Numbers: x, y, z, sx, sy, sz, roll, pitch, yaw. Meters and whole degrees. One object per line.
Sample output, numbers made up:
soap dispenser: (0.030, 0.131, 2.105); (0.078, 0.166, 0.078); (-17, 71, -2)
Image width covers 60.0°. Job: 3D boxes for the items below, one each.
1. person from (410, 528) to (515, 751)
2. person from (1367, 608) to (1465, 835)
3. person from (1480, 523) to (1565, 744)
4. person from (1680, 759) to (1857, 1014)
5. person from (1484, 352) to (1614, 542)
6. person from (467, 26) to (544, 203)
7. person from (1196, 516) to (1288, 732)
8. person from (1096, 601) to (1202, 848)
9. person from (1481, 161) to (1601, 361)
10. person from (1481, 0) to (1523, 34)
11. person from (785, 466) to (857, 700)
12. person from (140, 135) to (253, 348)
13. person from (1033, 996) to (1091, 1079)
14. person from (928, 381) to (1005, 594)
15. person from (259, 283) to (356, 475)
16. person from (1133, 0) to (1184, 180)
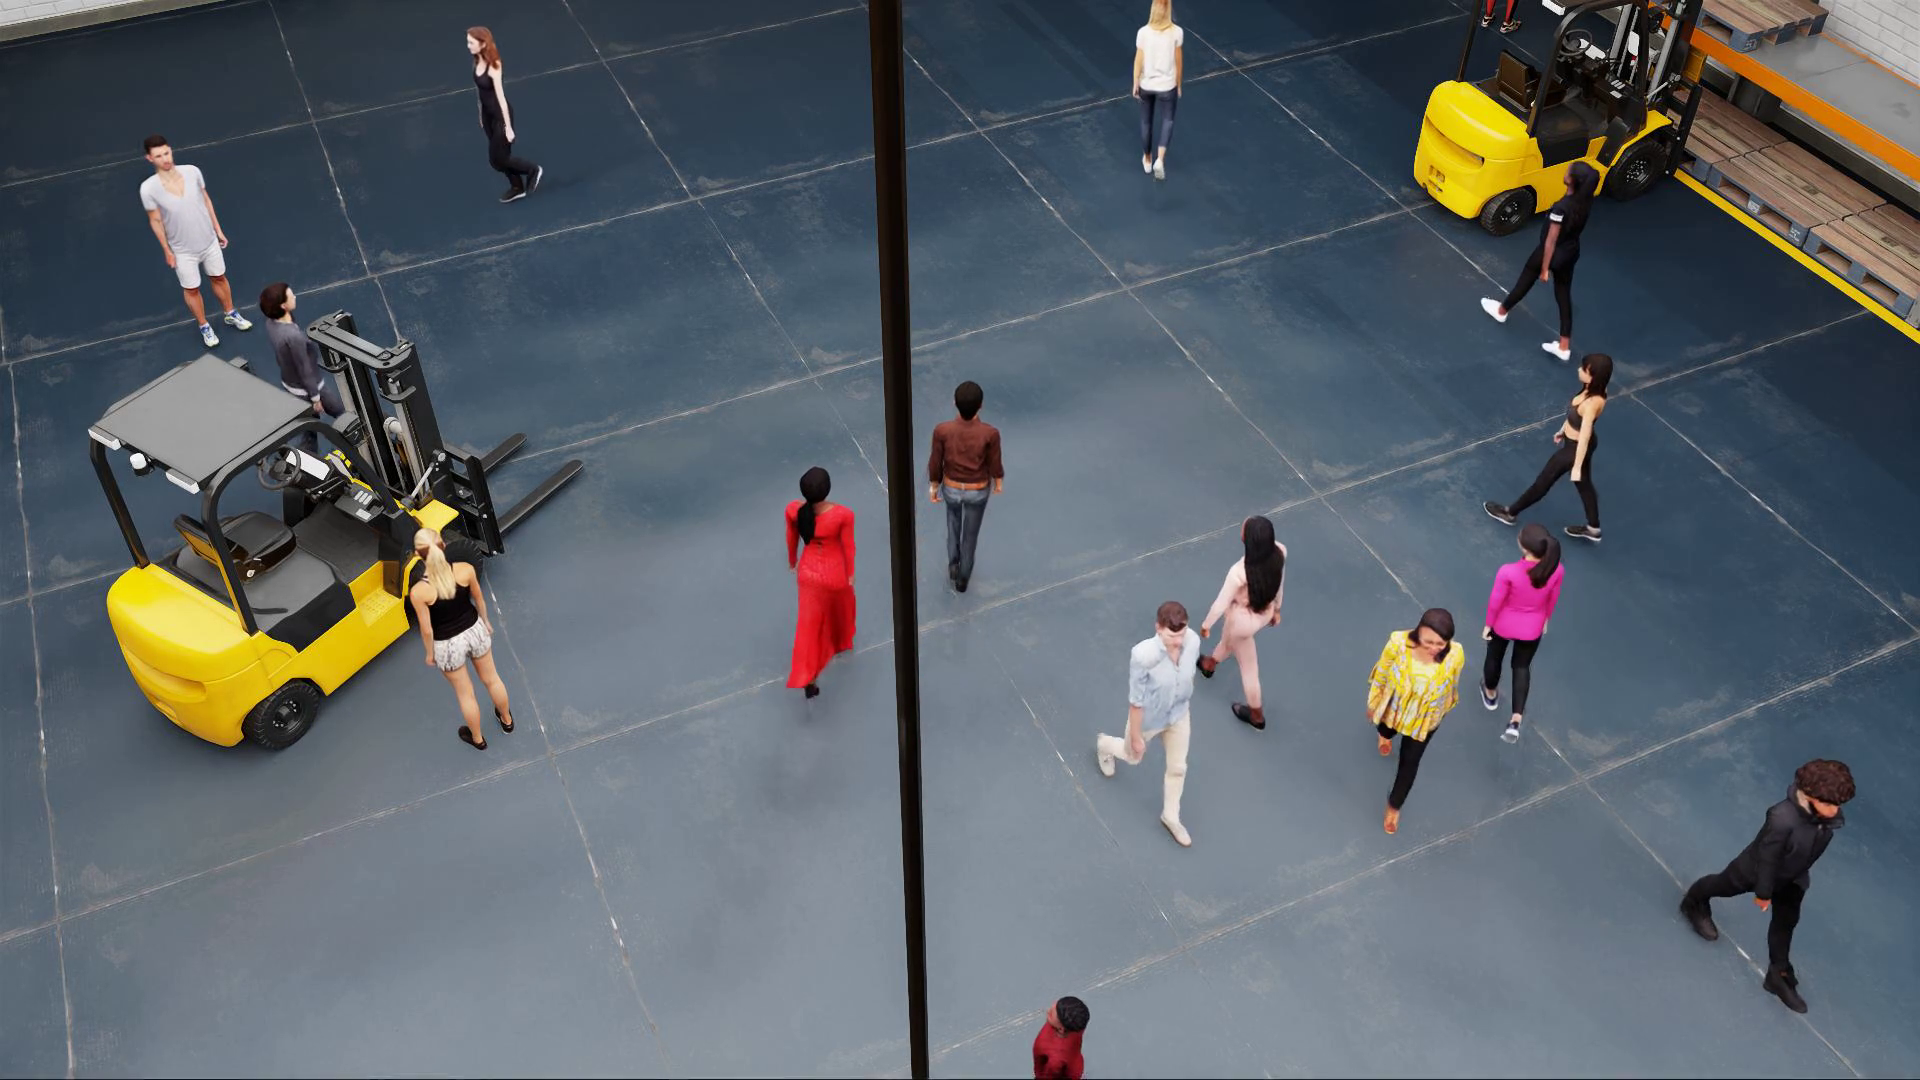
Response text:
person: (-3.107, 0.608, 10.328); (0.664, 1.845, 0.611); (-29, 51, -27)
person: (2.722, 0.964, 10.118); (1.083, 1.619, 1.182); (10, 45, 10)
person: (3.510, 0.617, 10.451); (0.880, 1.672, 1.054); (4, 44, 4)
person: (4.430, 1.752, 9.214); (0.659, 1.724, 1.116); (-15, 46, -15)
person: (4.450, -0.609, 11.782); (1.135, 1.600, 1.012); (19, 47, 19)
person: (-4.111, -3.868, 15.107); (0.789, 1.733, 0.766); (-33, 53, -30)
person: (1.879, 0.565, 10.486); (0.844, 1.689, 1.097); (-31, 52, -28)
person: (1.132, 0.989, 9.944); (0.632, 1.822, 1.105); (-18, 47, -18)
person: (4.873, -2.226, 13.425); (0.738, 1.675, 1.213); (-24, 49, -23)
person: (5.891, -6.295, 17.600); (0.609, 1.808, 0.762); (32, 52, 29)
person: (-0.912, 0.284, 10.737); (1.003, 1.759, 1.168); (6, 44, 6)
person: (-6.264, -2.462, 13.543); (0.710, 1.855, 0.751); (33, 53, 30)
person: (0.574, 2.747, 8.528); (0.910, 1.230, 0.843); (15, 46, 15)
person: (0.033, -0.288, 11.324); (0.761, 1.768, 0.778); (5, 44, 5)
person: (-4.857, -1.090, 12.175); (0.755, 1.755, 0.821); (27, 50, 26)
person: (1.828, -4.123, 15.327); (0.867, 1.799, 0.984); (5, 44, 5)
